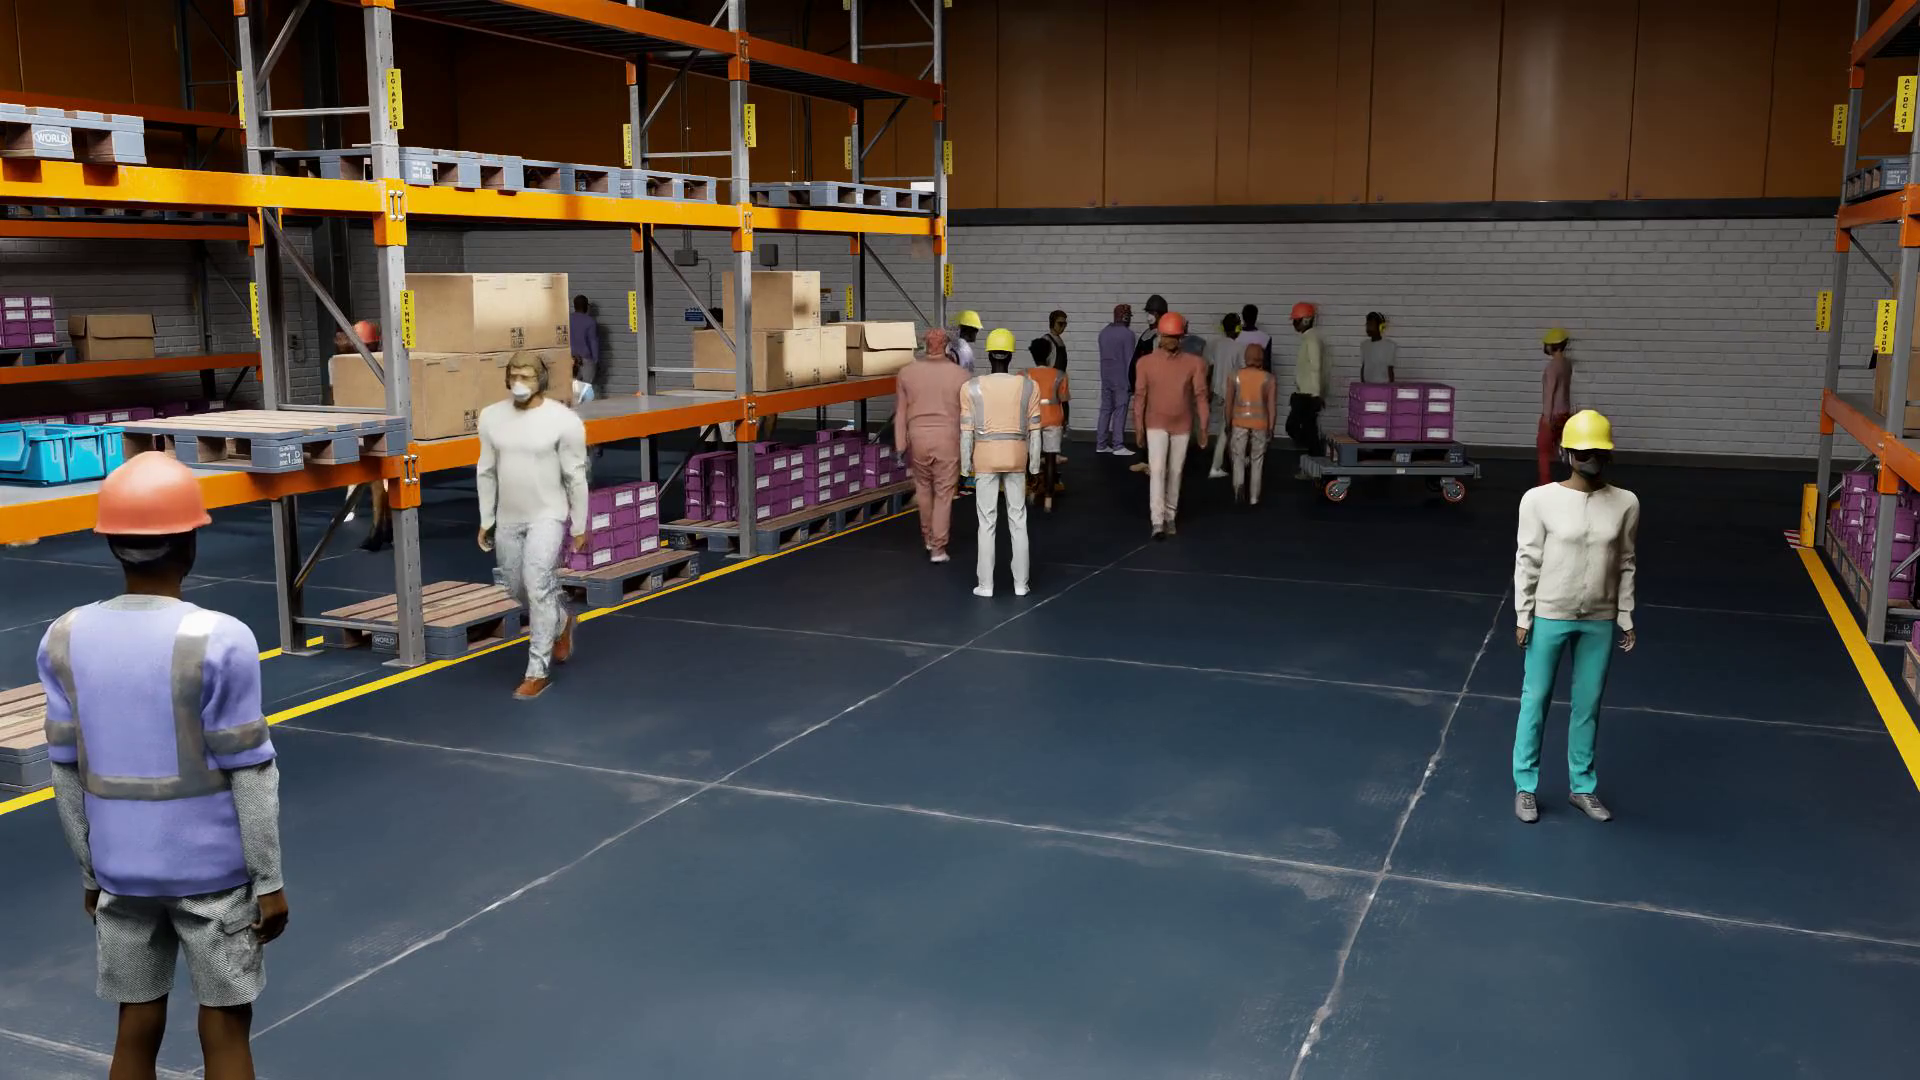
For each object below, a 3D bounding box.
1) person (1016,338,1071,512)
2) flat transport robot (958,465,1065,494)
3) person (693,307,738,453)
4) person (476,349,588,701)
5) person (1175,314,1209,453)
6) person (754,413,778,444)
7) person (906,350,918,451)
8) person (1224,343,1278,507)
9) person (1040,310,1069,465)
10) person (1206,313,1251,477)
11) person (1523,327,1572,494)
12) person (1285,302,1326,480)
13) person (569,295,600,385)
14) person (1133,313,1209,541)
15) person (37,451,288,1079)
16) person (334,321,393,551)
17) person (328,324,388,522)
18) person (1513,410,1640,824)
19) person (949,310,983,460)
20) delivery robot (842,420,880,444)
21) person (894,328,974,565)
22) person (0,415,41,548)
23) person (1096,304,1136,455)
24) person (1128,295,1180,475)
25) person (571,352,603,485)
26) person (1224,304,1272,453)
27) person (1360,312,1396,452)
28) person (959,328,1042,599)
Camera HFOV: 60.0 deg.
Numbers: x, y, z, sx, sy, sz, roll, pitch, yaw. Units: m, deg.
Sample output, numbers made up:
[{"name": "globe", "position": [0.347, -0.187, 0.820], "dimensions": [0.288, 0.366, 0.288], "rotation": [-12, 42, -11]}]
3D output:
[{"name": "person", "position": [0.796, -1.136, 16.248], "dimensions": [0.555, 1.656, 0.834], "rotation": [0, 9, -2]}, {"name": "flat transport robot", "position": [0.347, -0.652, 17.543], "dimensions": [1.431, 0.197, 0.652], "rotation": [9, 13, 42]}, {"name": "person", "position": [-2.368, -1.296, 16.319], "dimensions": [0.606, 1.966, 0.367], "rotation": [4, 10, 23]}, {"name": "person", "position": [-2.352, -0.120, 9.341], "dimensions": [0.623, 1.919, 0.812], "rotation": [3, 10, 15]}, {"name": "person", "position": [2.810, -1.935, 20.827], "dimensions": [0.629, 1.768, 0.603], "rotation": [0, 9, 3]}, {"name": "person", "position": [-2.370, -1.989, 20.734], "dimensions": [0.421, 1.895, 0.600], "rotation": [-9, 13, -43]}, {"name": "person", "position": [-0.532, -1.511, 18.704], "dimensions": [0.400, 1.614, 0.565], "rotation": [-1, 9, -7]}, {"name": "person", "position": [2.830, -1.112, 16.240], "dimensions": [0.517, 1.619, 0.657], "rotation": [2, 10, 11]}, {"name": "person", "position": [1.126, -1.824, 19.906], "dimensions": [0.344, 1.840, 0.507], "rotation": [4, 10, 22]}, {"name": "person", "position": [3.100, -1.636, 18.809], "dimensions": [0.913, 1.826, 0.509], "rotation": [-8, 12, -39]}, {"name": "person", "position": [6.138, -1.299, 16.993], "dimensions": [0.582, 1.746, 0.535], "rotation": [9, 13, 42]}, {"name": "person", "position": [3.794, -1.622, 18.276], "dimensions": [0.495, 1.969, 0.599], "rotation": [2, 10, 11]}, {"name": "person", "position": [-5.642, -2.680, 24.793], "dimensions": [0.634, 1.937, 0.355], "rotation": [4, 10, 24]}, {"name": "person", "position": [1.830, -0.968, 14.357], "dimensions": [0.633, 1.944, 0.984], "rotation": [0, 9, 0]}, {"name": "person", "position": [-1.853, 0.758, 3.959], "dimensions": [0.546, 1.938, 0.362], "rotation": [1, 9, 8]}, {"name": "person", "position": [-4.971, -0.859, 13.883], "dimensions": [0.571, 1.901, 0.887], "rotation": [2, 10, 15]}, {"name": "person", "position": [-5.672, -1.118, 15.608], "dimensions": [0.523, 1.852, 0.782], "rotation": [4, 10, 23]}, {"name": "person", "position": [2.615, 0.330, 7.071], "dimensions": [0.523, 1.769, 0.315], "rotation": [0, 9, -2]}, {"name": "person", "position": [-0.086, -1.612, 18.496], "dimensions": [0.838, 1.890, 0.604], "rotation": [-1, 9, -5]}, {"name": "delivery robot", "position": [-1.261, -1.161, 19.483], "dimensions": [0.477, 0.478, 0.707], "rotation": [-8, 12, -41]}, {"name": "person", "position": [-0.154, -0.772, 13.450], "dimensions": [0.676, 1.864, 0.939], "rotation": [2, 10, 13]}, {"name": "person", "position": [-8.118, -0.710, 13.690], "dimensions": [0.533, 1.659, 0.825], "rotation": [5, 10, 25]}, {"name": "person", "position": [2.001, -2.007, 20.874], "dimensions": [0.402, 1.895, 0.662], "rotation": [-6, 11, -33]}, {"name": "person", "position": [2.179, -1.762, 18.917], "dimensions": [0.537, 2.000, 0.682], "rotation": [-3, 10, -20]}, {"name": "person", "position": [-3.433, -0.836, 14.574], "dimensions": [0.527, 1.616, 0.653], "rotation": [5, 11, 28]}, {"name": "person", "position": [3.536, -1.959, 20.568], "dimensions": [0.608, 1.924, 0.505], "rotation": [2, 10, 11]}, {"name": "person", "position": [4.694, -1.648, 18.792], "dimensions": [0.377, 1.854, 0.527], "rotation": [-8, 12, -39]}, {"name": "person", "position": [0.282, -0.539, 11.854], "dimensions": [0.594, 1.924, 0.383], "rotation": [-1, 9, -7]}]
